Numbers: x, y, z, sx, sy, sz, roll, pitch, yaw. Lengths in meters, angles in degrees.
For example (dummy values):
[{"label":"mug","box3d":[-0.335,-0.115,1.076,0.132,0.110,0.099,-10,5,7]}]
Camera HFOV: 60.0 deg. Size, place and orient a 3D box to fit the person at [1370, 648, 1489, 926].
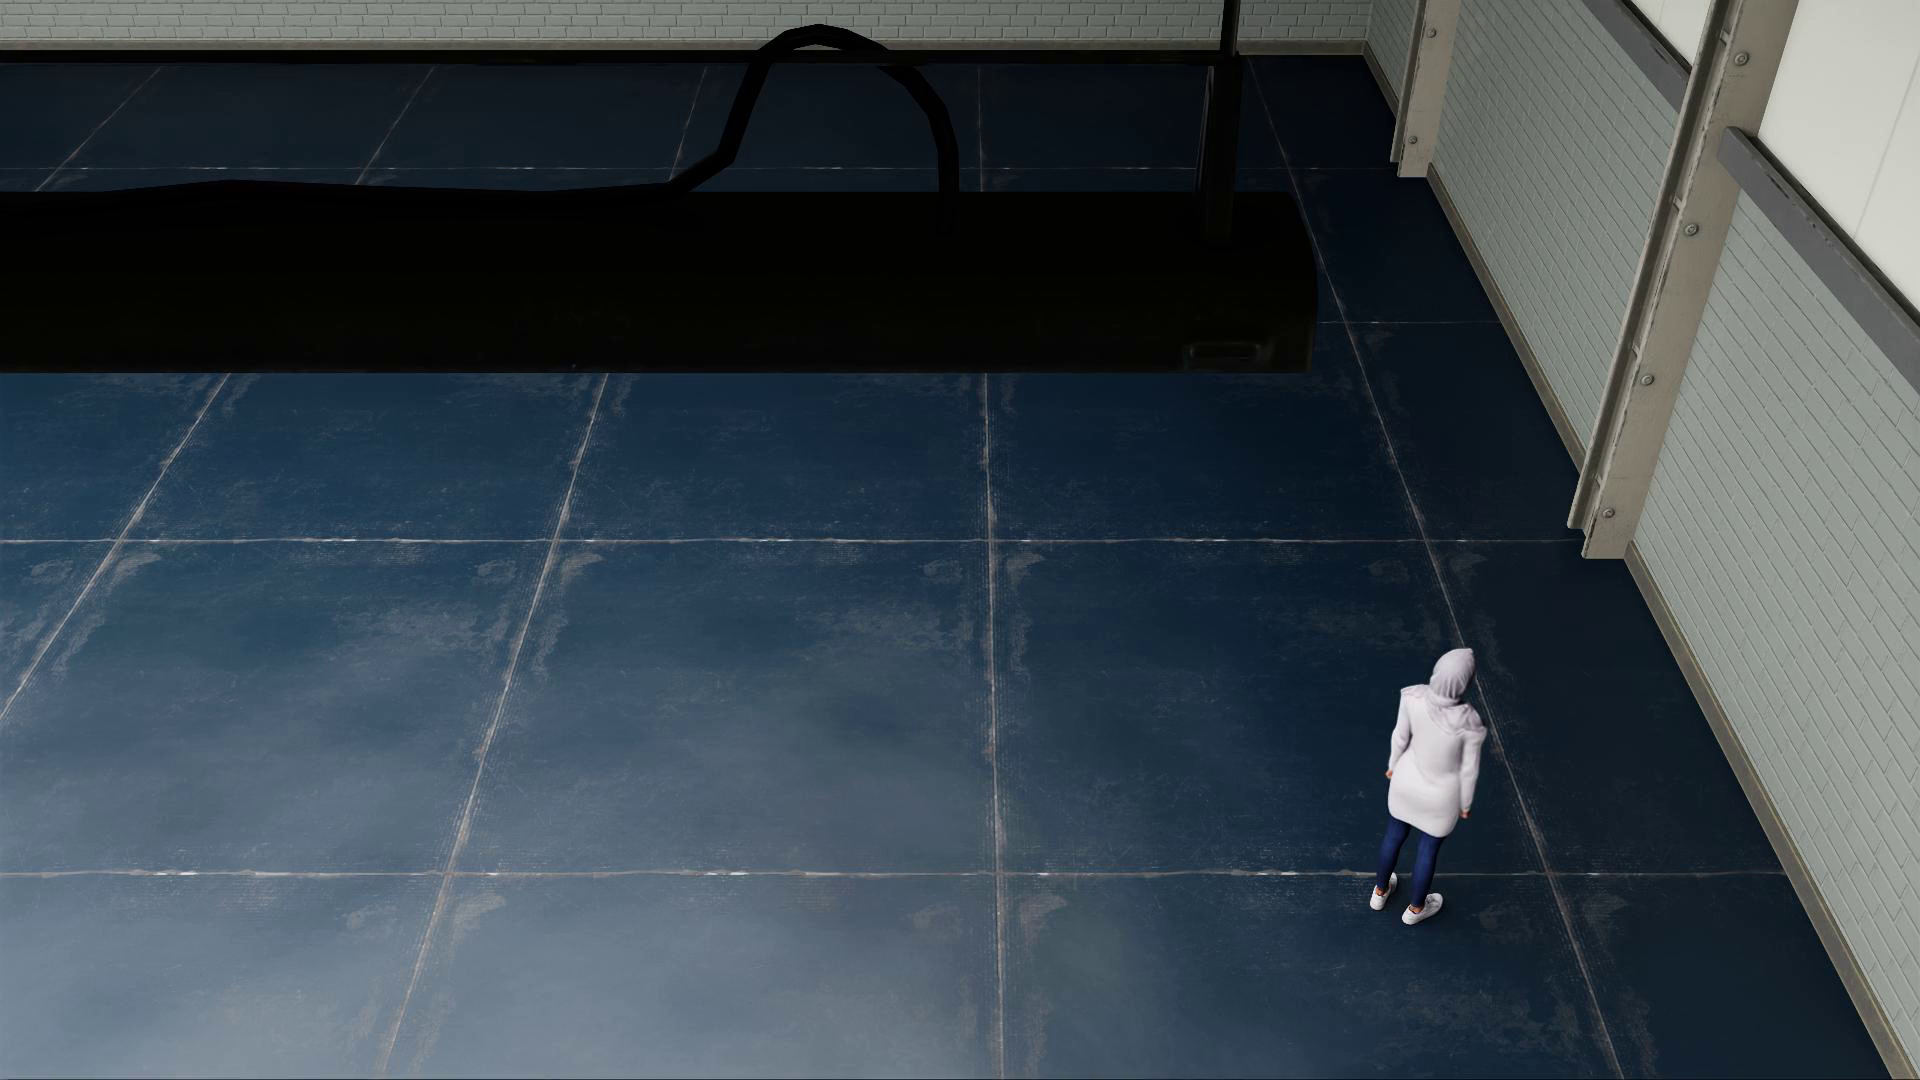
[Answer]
[{"label":"person","box3d":[2.342,1.240,8.348,0.687,1.775,0.729,27,45,31]}]
